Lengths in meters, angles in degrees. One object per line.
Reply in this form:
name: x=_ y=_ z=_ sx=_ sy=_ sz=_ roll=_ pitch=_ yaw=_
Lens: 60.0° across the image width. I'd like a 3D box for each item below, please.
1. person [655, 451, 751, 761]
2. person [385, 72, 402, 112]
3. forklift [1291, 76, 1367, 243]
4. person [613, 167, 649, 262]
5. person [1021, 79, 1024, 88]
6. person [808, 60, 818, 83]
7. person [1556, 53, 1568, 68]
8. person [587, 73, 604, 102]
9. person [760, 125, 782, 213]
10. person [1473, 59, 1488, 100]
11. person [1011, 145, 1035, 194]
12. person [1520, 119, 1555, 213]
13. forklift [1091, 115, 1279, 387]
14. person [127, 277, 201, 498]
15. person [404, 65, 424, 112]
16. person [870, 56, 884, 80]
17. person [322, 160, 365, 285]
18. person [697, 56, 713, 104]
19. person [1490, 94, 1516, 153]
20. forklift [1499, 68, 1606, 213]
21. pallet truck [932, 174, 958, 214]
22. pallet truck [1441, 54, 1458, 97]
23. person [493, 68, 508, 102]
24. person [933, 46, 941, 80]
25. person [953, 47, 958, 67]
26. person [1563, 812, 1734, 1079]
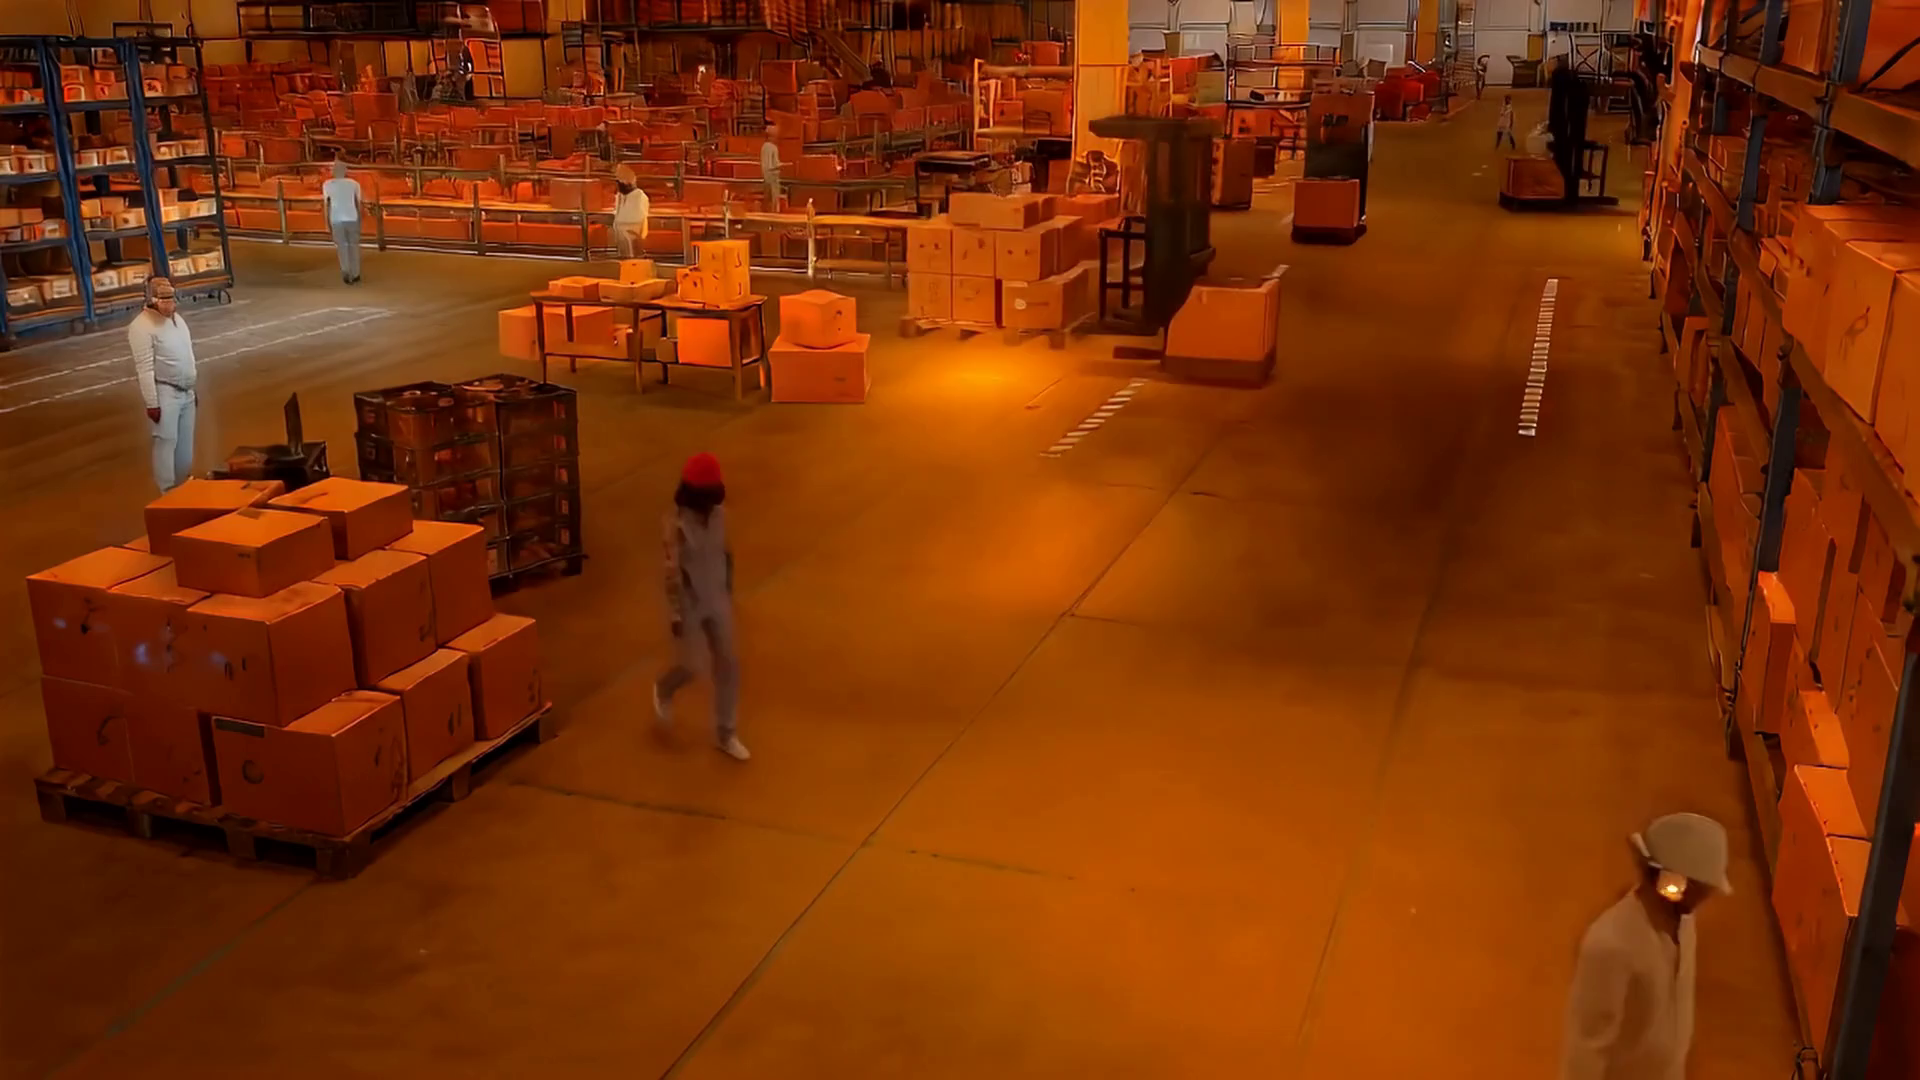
person: x=-1.434 y=0.320 z=9.024 sx=0.483 sy=1.717 sz=0.667 roll=-14 pitch=22 yaw=-37
person: x=-19.877 y=-15.460 z=58.384 sx=0.515 sy=1.866 sz=0.333 roll=-7 pitch=19 yaw=-20
forklift: x=6.598 y=-6.755 z=29.381 sx=1.129 sy=2.768 sz=1.873 roll=6 pitch=19 yaw=19
person: x=-4.639 y=-4.307 z=23.390 sx=0.591 sy=1.833 sz=0.403 roll=9 pitch=20 yaw=27
person: x=2.582 y=-19.979 z=72.290 sx=0.370 sy=2.044 sz=0.608 roll=10 pitch=20 yaw=29
person: x=-6.344 y=-19.677 z=71.607 sx=0.653 sy=1.908 sz=0.566 roll=8 pitch=19 yaw=22
person: x=28.827 y=-22.310 z=79.707 sx=0.611 sy=1.985 sz=0.393 roll=-3 pitch=18 yaw=-8
person: x=-16.305 y=-20.311 z=73.607 sx=0.994 sy=1.874 sz=0.596 roll=1 pitch=18 yaw=3
person: x=-3.500 y=-6.638 z=30.540 sx=0.545 sy=1.933 sz=0.615 roll=4 pitch=18 yaw=12
person: x=23.954 y=-21.217 z=76.587 sx=0.624 sy=1.805 sz=0.920 roll=0 pitch=18 yaw=1
person: x=1.073 y=-6.033 z=29.034 sx=0.319 sy=1.696 sz=0.532 roll=17 pitch=24 yaw=42
person: x=11.606 y=-7.547 z=33.558 sx=0.686 sy=1.840 sz=1.007 roll=14 pitch=22 yaw=37
forklift: x=2.519 y=-3.190 z=18.177 sx=1.873 sy=2.768 sz=1.129 roll=6 pitch=19 yaw=18
person: x=-6.334 y=-1.167 z=13.402 sx=0.400 sy=1.907 sz=0.645 roll=2 pitch=18 yaw=6
person: x=-21.847 y=-18.016 z=66.430 sx=0.846 sy=1.847 sz=0.601 roll=9 pitch=20 yaw=26
person: x=-3.837 y=-21.465 z=77.172 sx=0.621 sy=1.912 sz=0.803 roll=-1 pitch=18 yaw=-2
person: x=-9.175 y=-4.735 z=24.795 sx=0.591 sy=1.806 sz=0.866 roll=-8 pitch=19 yaw=-23
person: x=-11.177 y=-20.180 z=72.924 sx=0.683 sy=2.000 sz=0.537 roll=-3 pitch=18 yaw=-10
person: x=15.643 y=-11.911 z=47.577 sx=0.865 sy=1.651 sz=0.545 roll=-8 pitch=19 yaw=-24
forklift: x=11.987 y=-8.022 z=33.360 sx=1.873 sy=2.768 sz=1.129 roll=2 pitch=18 yaw=5
pallet truck: x=-0.507 y=-5.292 z=27.348 sx=0.653 sy=1.274 sz=1.630 roll=6 pitch=19 yaw=19
pallet truck: x=22.765 y=-21.886 z=78.355 sx=0.823 sy=1.965 sz=1.885 roll=-4 pitch=18 yaw=-14
person: x=-18.111 y=-17.706 z=65.615 sx=0.518 sy=1.756 sz=0.348 roll=-3 pitch=18 yaw=-10
person: x=-1.354 y=-27.876 z=97.257 sx=0.401 sy=1.949 sz=0.605 roll=15 pitch=23 yaw=38
person: x=-0.157 y=-26.357 z=92.407 sx=0.608 sy=1.996 sz=0.379 roll=10 pitch=20 yaw=28
person: x=1.953 y=1.593 z=5.065 sx=0.581 sy=1.706 sz=0.723 roll=-14 pitch=22 yaw=-37
